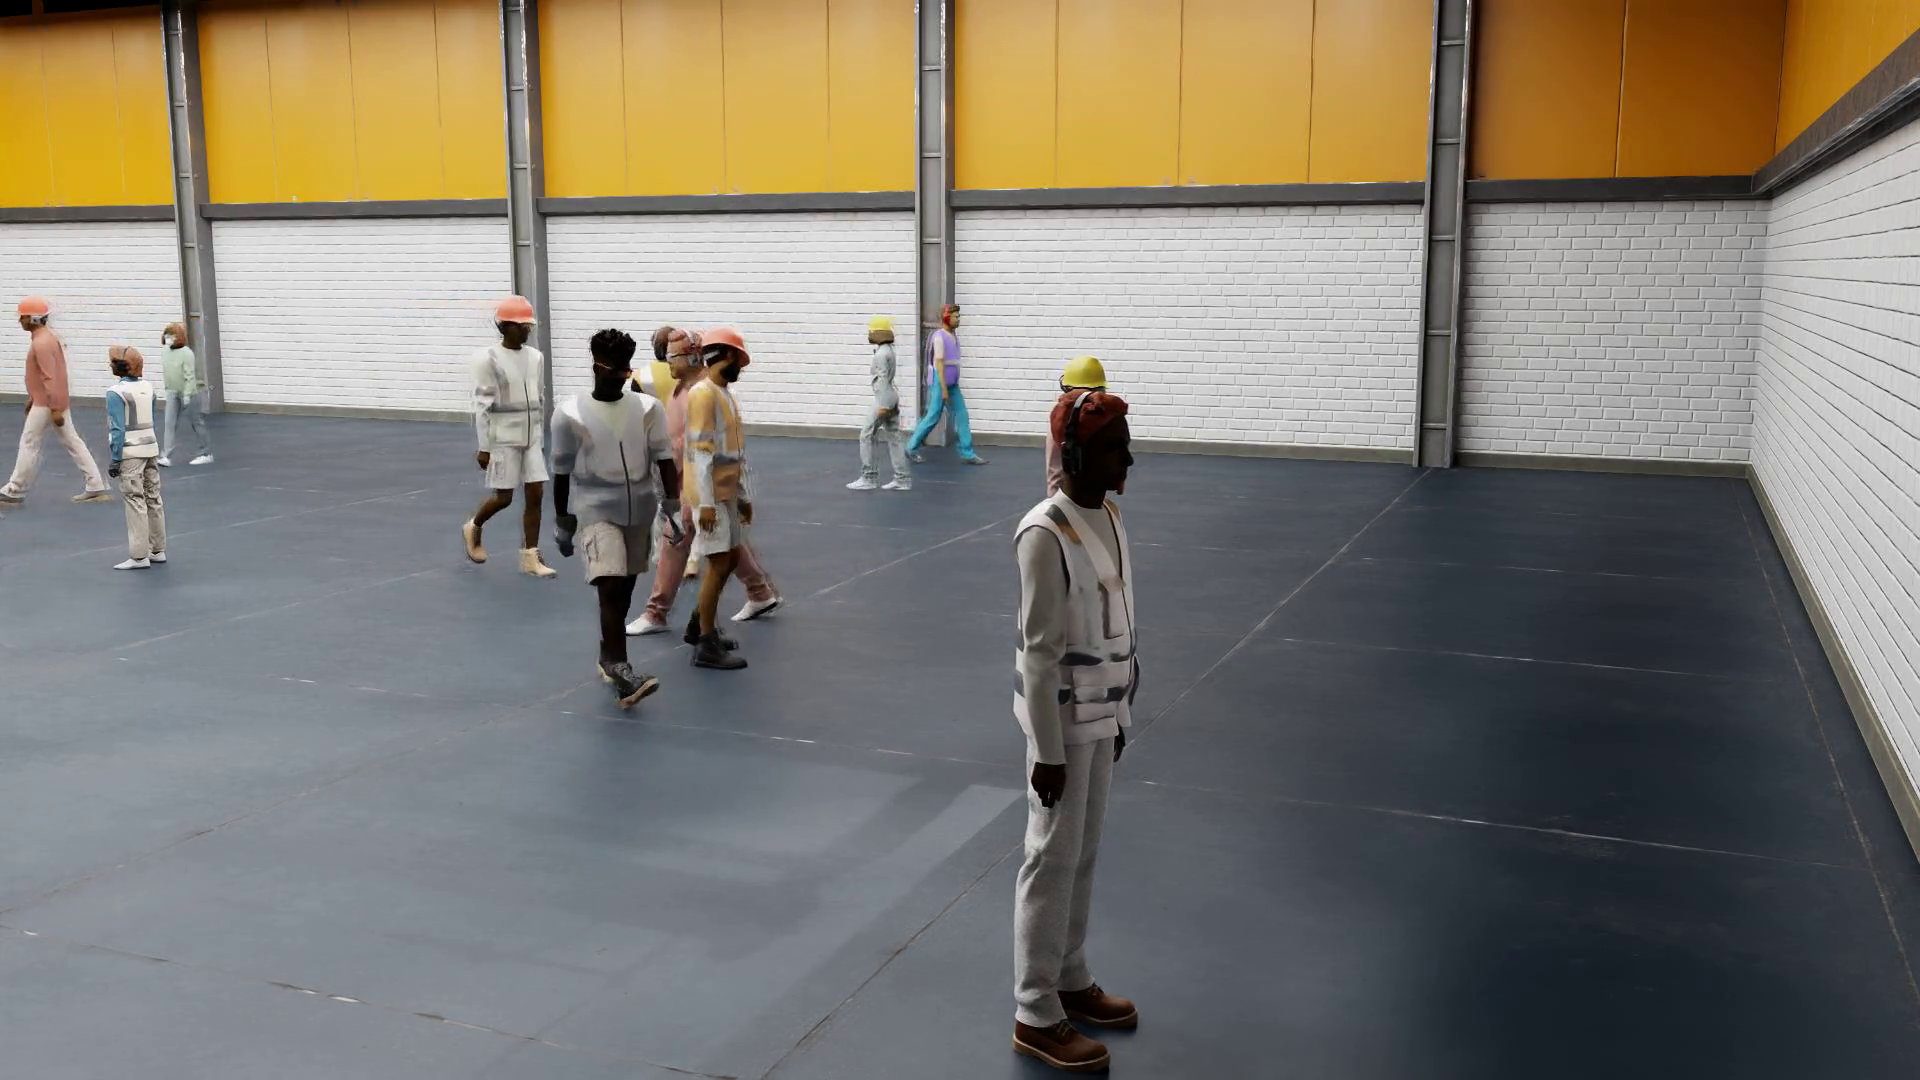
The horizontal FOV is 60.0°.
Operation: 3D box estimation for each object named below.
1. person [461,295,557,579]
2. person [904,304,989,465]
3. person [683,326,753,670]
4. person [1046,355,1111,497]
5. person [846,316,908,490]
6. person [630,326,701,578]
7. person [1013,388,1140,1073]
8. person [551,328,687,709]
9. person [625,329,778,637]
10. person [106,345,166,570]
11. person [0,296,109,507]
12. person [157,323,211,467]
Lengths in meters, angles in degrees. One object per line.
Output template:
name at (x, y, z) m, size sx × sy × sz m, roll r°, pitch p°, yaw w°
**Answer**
person at (-3.240, -0.738, 11.897) m, size 0.800 × 2.018 × 0.629 m, roll 7°, pitch 11°, yaw 34°
person at (-0.197, -1.727, 18.560) m, size 0.960 × 1.801 × 0.585 m, roll 4°, pitch 10°, yaw 21°
person at (-1.402, -0.244, 9.310) m, size 0.469 × 1.889 × 0.620 m, roll 2°, pitch 10°, yaw 10°
person at (0.631, -0.068, 8.584) m, size 0.316 × 1.767 × 0.535 m, roll 6°, pitch 11°, yaw 34°
person at (-0.842, -1.345, 16.439) m, size 0.714 × 1.716 × 0.516 m, roll 2°, pitch 9°, yaw 9°
person at (-2.050, -0.635, 11.959) m, size 0.618 × 1.793 × 0.938 m, roll -2°, pitch 10°, yaw -13°
person at (0.327, 0.518, 4.677) m, size 0.337 × 1.882 × 0.584 m, roll 4°, pitch 10°, yaw 23°
person at (-1.733, -0.125, 8.526) m, size 0.605 × 1.890 × 1.065 m, roll -6°, pitch 11°, yaw -33°
person at (-1.583, -0.360, 10.146) m, size 1.040 × 1.852 × 0.660 m, roll -4°, pitch 10°, yaw -25°
person at (-6.057, -0.605, 12.208) m, size 0.307 × 1.645 × 0.517 m, roll 1°, pitch 9°, yaw 4°
person at (-8.494, -1.274, 15.385) m, size 1.039 × 1.941 × 0.617 m, roll -3°, pitch 10°, yaw -16°
person at (-8.613, -1.593, 18.331) m, size 0.518 × 1.583 × 0.804 m, roll 3°, pitch 10°, yaw 19°
